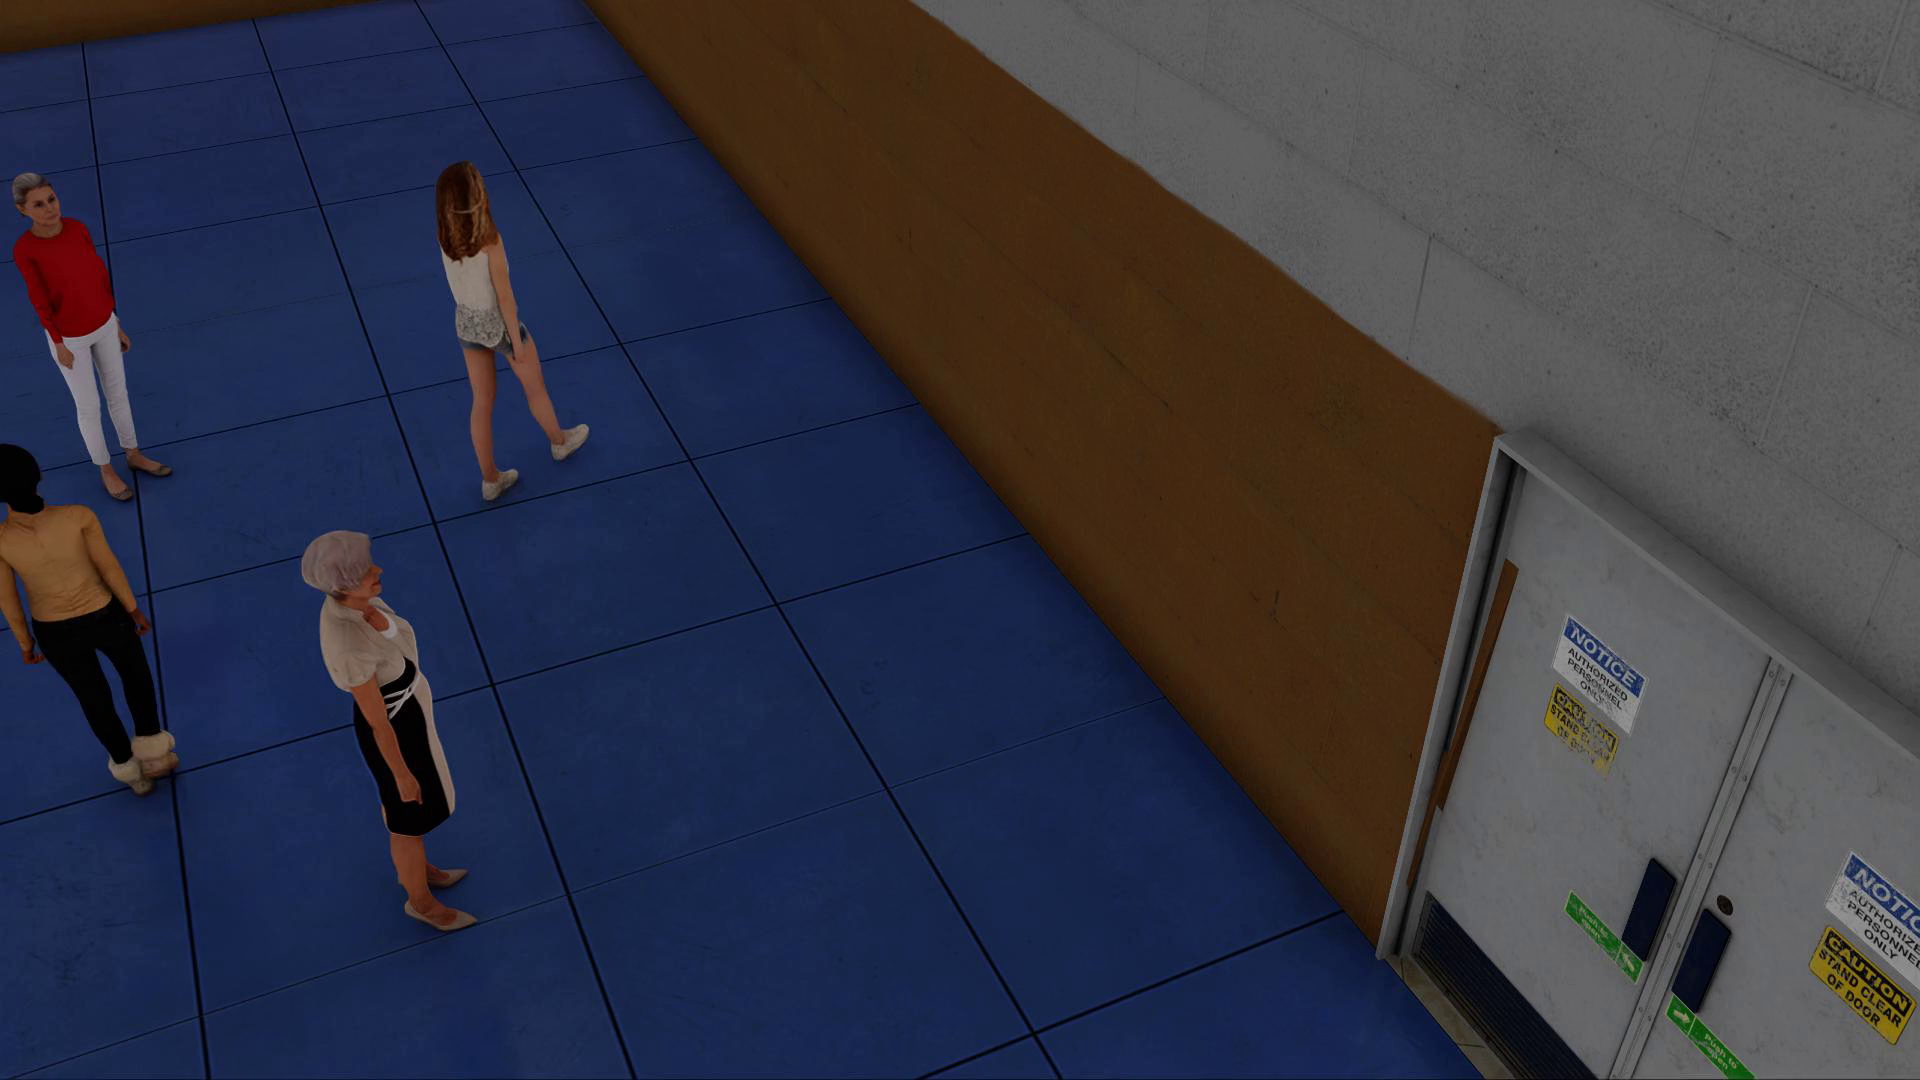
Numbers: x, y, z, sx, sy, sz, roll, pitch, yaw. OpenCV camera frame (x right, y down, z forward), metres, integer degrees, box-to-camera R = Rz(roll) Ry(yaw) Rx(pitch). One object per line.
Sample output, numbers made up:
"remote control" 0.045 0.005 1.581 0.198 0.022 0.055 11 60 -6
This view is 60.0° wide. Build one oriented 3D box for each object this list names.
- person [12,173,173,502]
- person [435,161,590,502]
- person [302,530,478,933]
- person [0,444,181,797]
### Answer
"person" -4.295 -1.005 8.150 0.701 1.693 0.624 19 41 23
"person" -2.329 -0.946 8.033 0.922 1.739 1.020 17 40 21
"person" -2.004 0.693 5.836 0.545 1.754 0.652 -12 39 -16
"person" -3.344 0.368 6.356 0.580 1.651 0.689 -18 41 -23
